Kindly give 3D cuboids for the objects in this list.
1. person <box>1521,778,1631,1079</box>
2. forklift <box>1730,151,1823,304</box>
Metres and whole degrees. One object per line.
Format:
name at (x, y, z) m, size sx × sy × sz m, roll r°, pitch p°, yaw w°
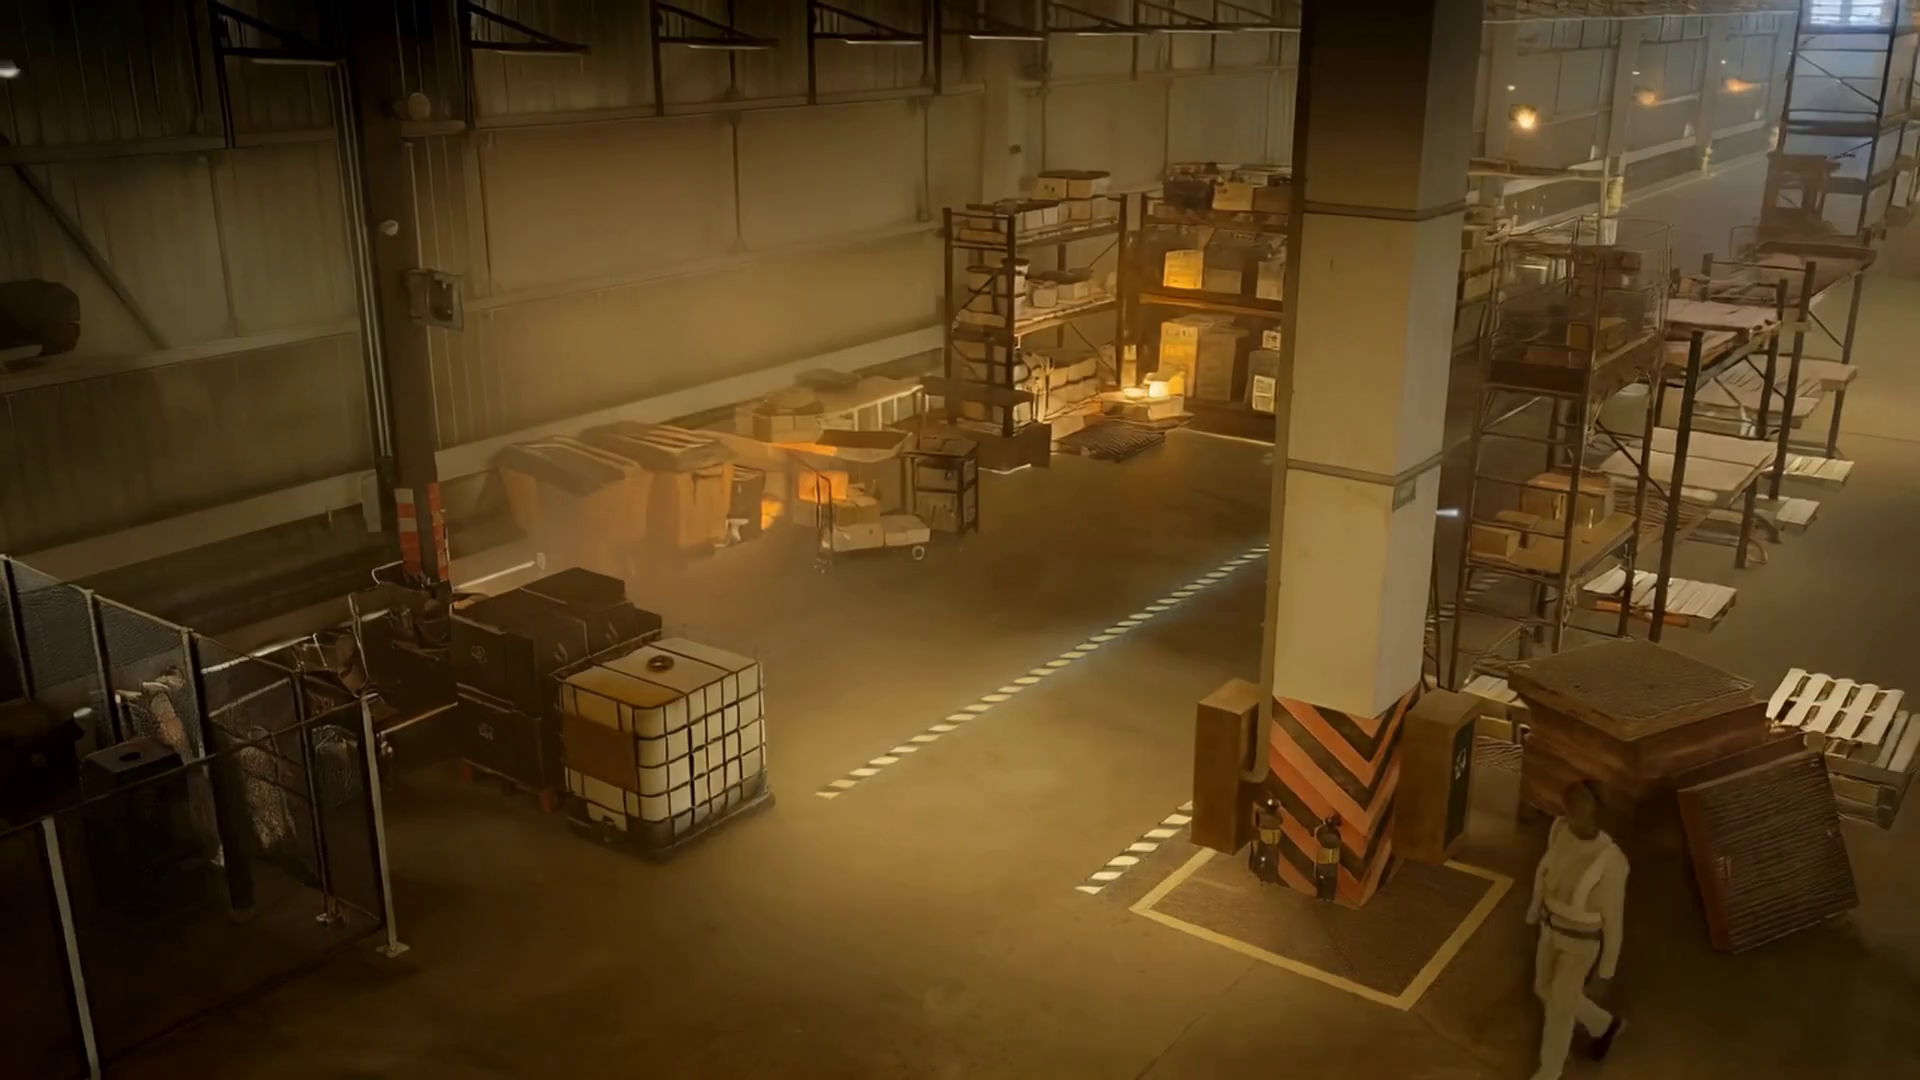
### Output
person at (3.310, 2.097, 8.812) m, size 0.715 × 1.869 × 0.604 m, roll -4°, pitch 19°, yaw -13°
forklift at (16.021, -6.114, 32.331) m, size 1.129 × 2.768 × 1.873 m, roll 16°, pitch 24°, yaw 41°
